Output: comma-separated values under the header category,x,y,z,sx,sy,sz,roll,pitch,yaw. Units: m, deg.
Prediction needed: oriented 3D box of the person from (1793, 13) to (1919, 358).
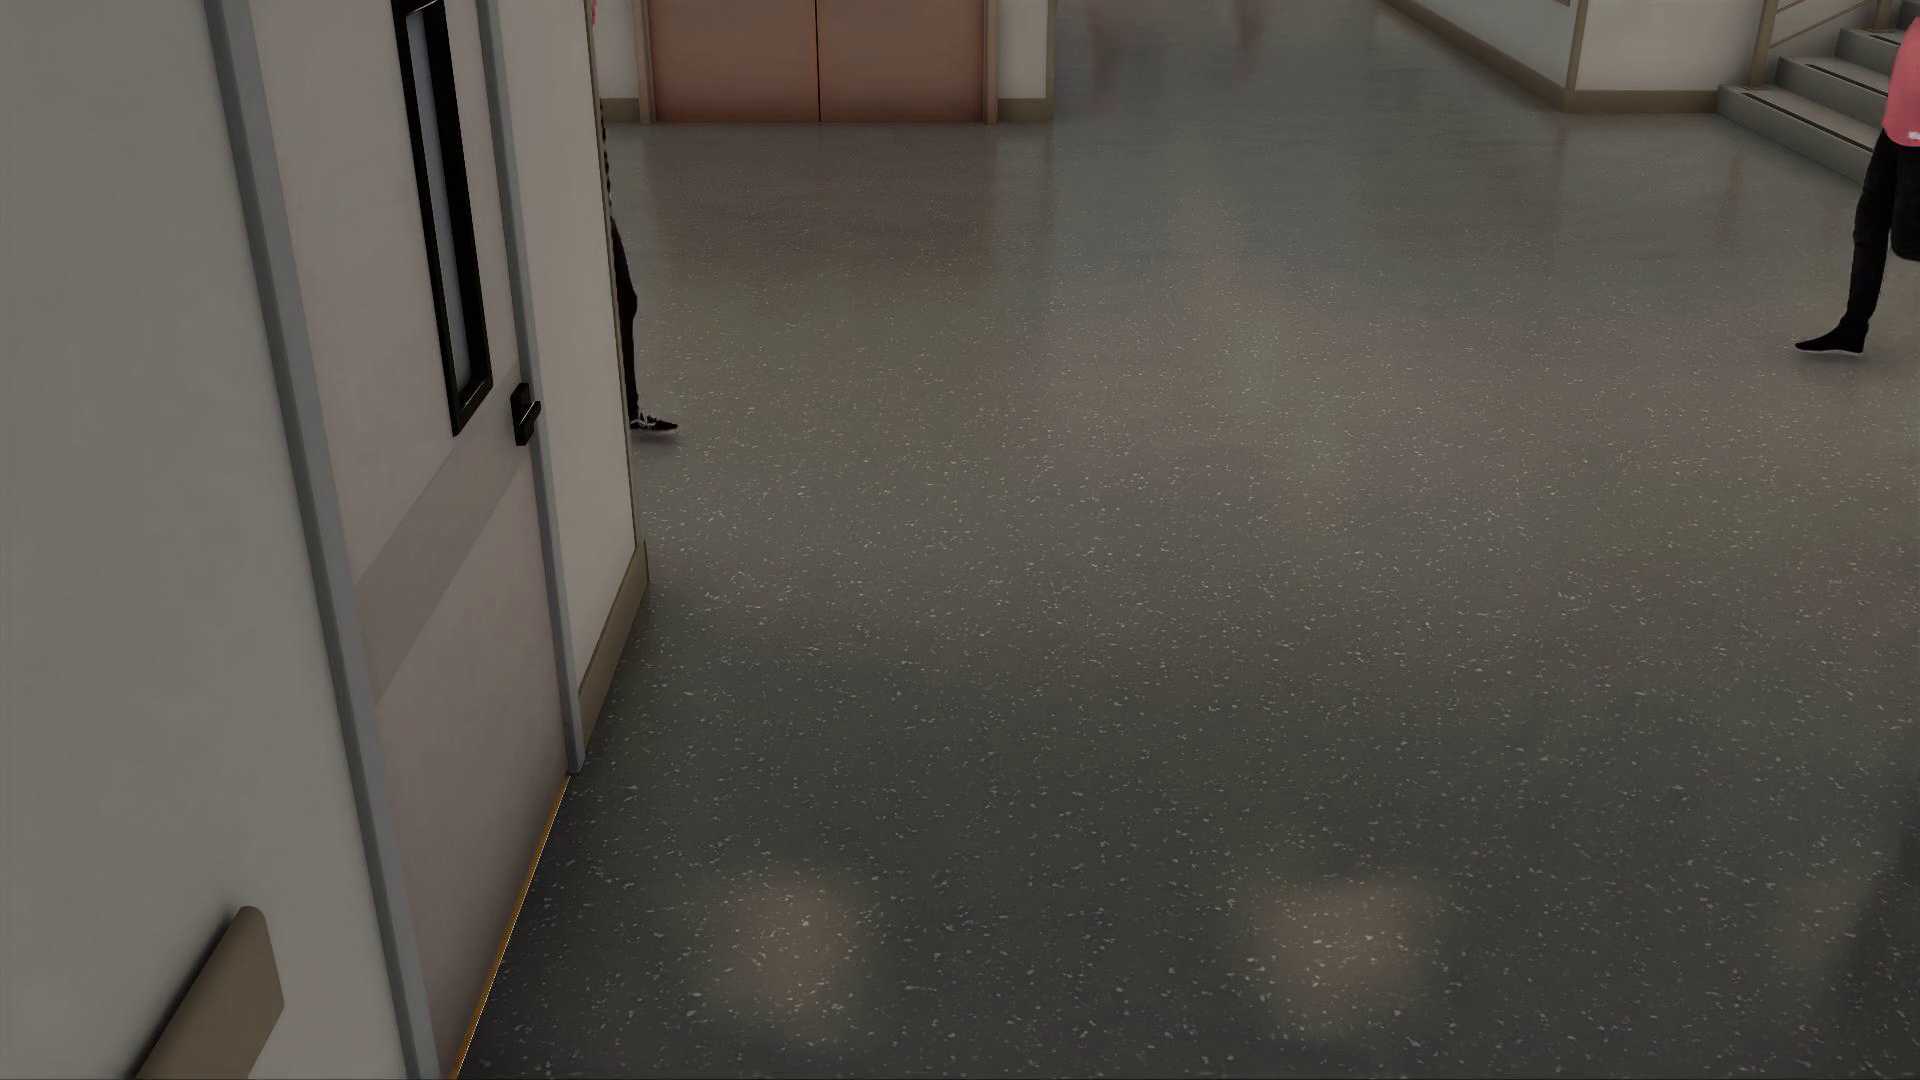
category,x,y,z,sx,sy,sz,roll,pitch,yaw
person,4.107,-1.666,6.941,1.046,1.939,0.663,2,26,4

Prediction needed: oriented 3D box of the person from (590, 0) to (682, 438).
category,x,y,z,sx,sy,sz,roll,pitch,yaw
person,-1.510,-1.211,6.133,1.043,1.808,0.707,2,26,5
